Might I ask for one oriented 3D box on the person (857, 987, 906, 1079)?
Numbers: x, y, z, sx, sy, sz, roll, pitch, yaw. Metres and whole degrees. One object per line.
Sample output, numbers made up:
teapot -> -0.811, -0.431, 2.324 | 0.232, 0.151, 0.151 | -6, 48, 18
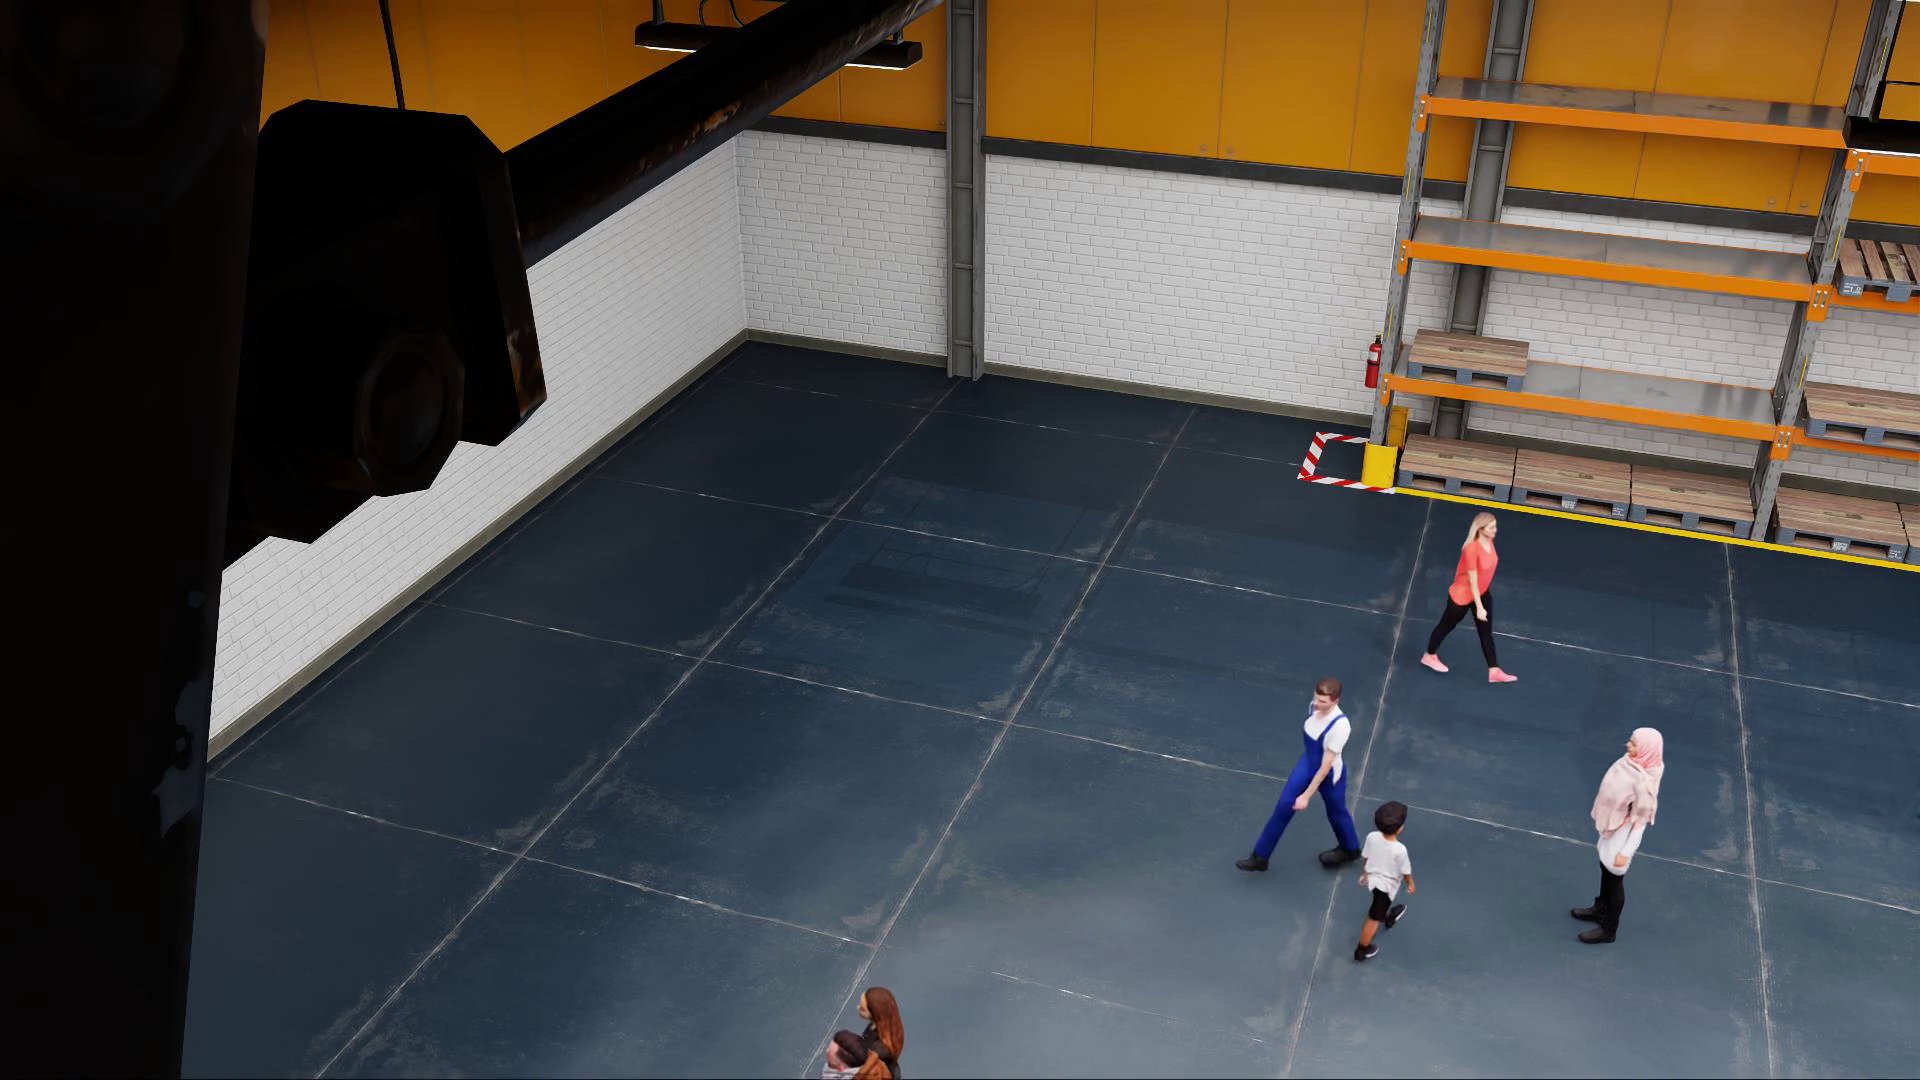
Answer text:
person -> -0.416, 3.244, 9.942 | 0.550, 1.474, 0.601 | 6, 29, 11

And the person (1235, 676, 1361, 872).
person -> 2.762, 1.767, 12.324 | 1.278, 1.786, 1.206 | -10, 30, -17

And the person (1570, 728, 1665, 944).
person -> 4.670, 2.073, 11.745 | 0.656, 1.803, 0.675 | 4, 29, 7

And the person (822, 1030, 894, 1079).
person -> -0.561, 3.437, 9.209 | 0.666, 1.836, 0.686 | 11, 30, 19

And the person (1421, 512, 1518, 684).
person -> 4.425, 0.494, 14.803 | 0.898, 1.646, 1.170 | -26, 38, -38

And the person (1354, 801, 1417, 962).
person -> 2.941, 2.427, 11.702 | 0.831, 1.224, 0.874 | -21, 35, -33
